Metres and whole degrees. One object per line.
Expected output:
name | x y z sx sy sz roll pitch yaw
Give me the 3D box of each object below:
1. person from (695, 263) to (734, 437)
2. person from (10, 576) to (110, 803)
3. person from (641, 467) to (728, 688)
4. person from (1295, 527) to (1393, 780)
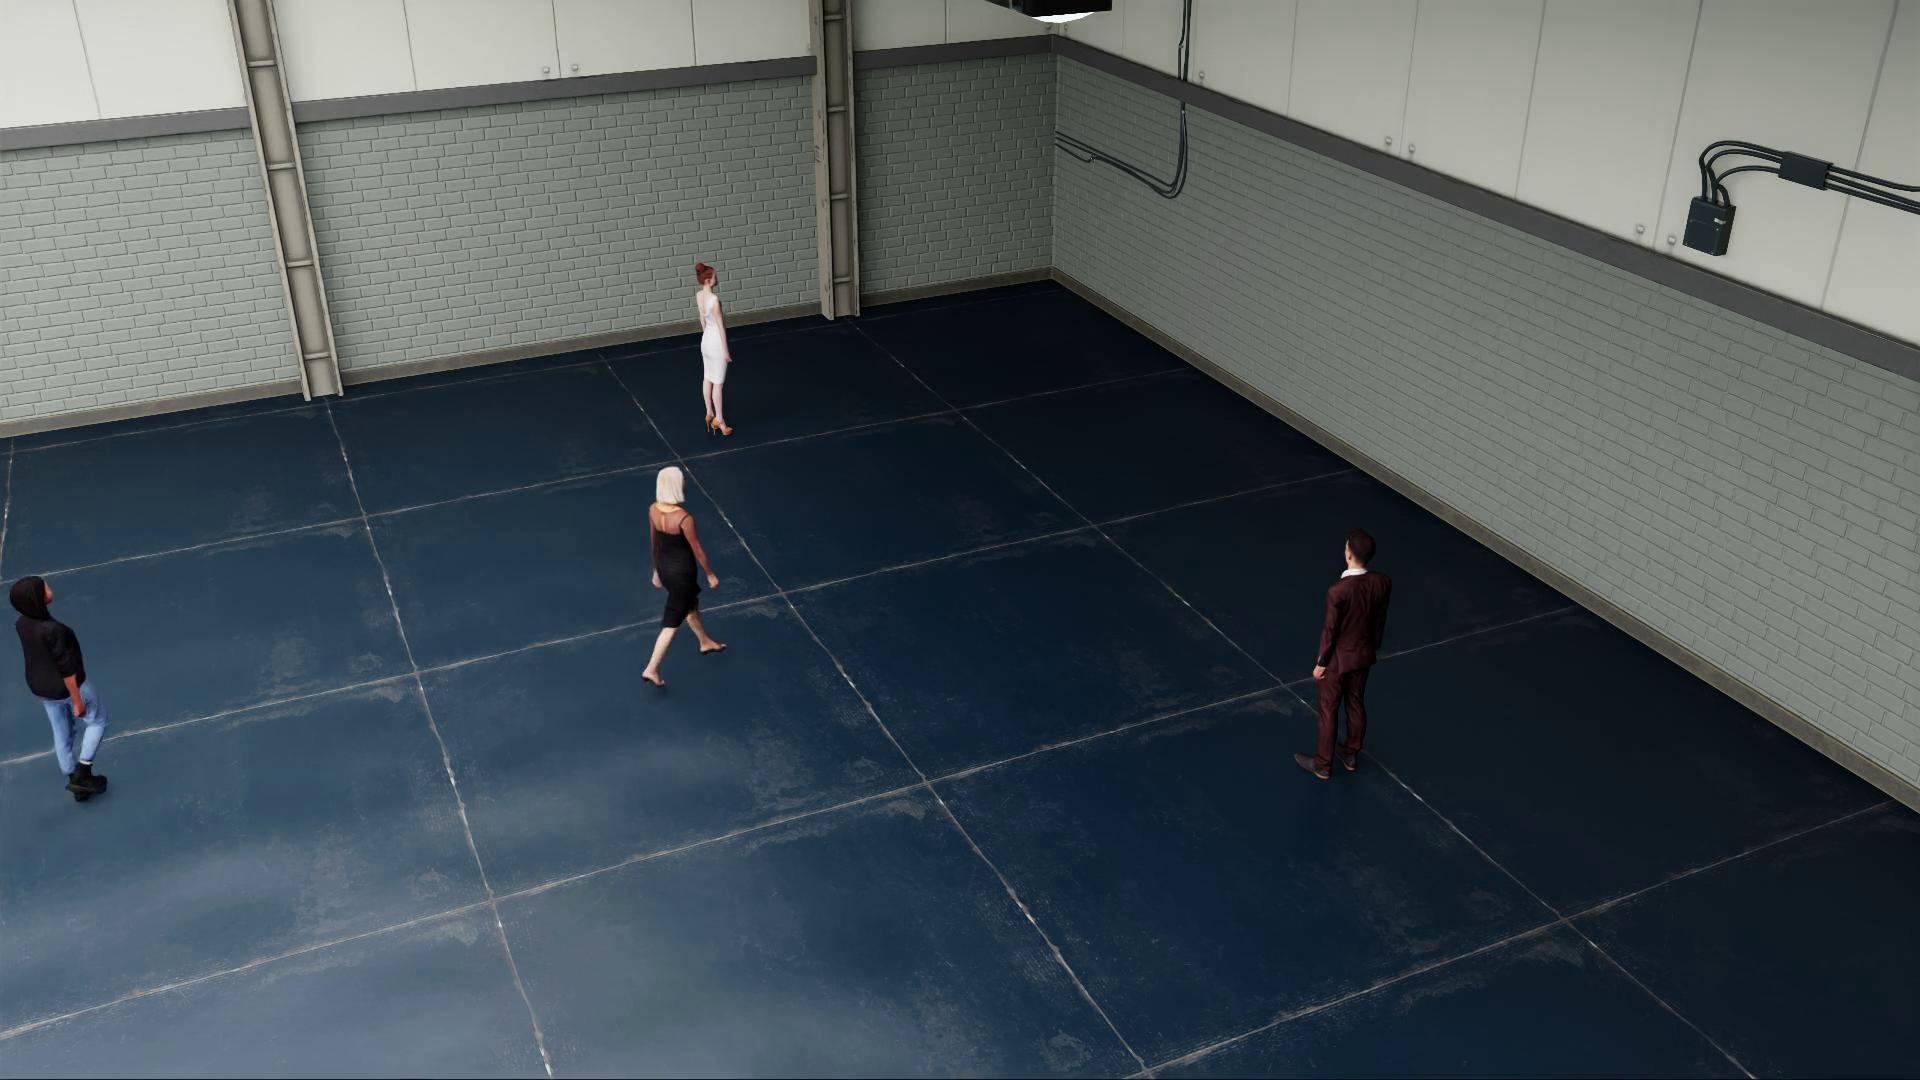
person | -2.478 -1.911 16.653 0.534 1.792 0.604 -19 33 -32
person | -6.026 1.047 11.027 0.720 1.683 0.780 10 29 18
person | -2.172 0.321 12.413 0.867 1.705 1.159 24 36 38
person | 2.641 0.779 11.349 0.524 1.865 0.745 -13 30 -24
